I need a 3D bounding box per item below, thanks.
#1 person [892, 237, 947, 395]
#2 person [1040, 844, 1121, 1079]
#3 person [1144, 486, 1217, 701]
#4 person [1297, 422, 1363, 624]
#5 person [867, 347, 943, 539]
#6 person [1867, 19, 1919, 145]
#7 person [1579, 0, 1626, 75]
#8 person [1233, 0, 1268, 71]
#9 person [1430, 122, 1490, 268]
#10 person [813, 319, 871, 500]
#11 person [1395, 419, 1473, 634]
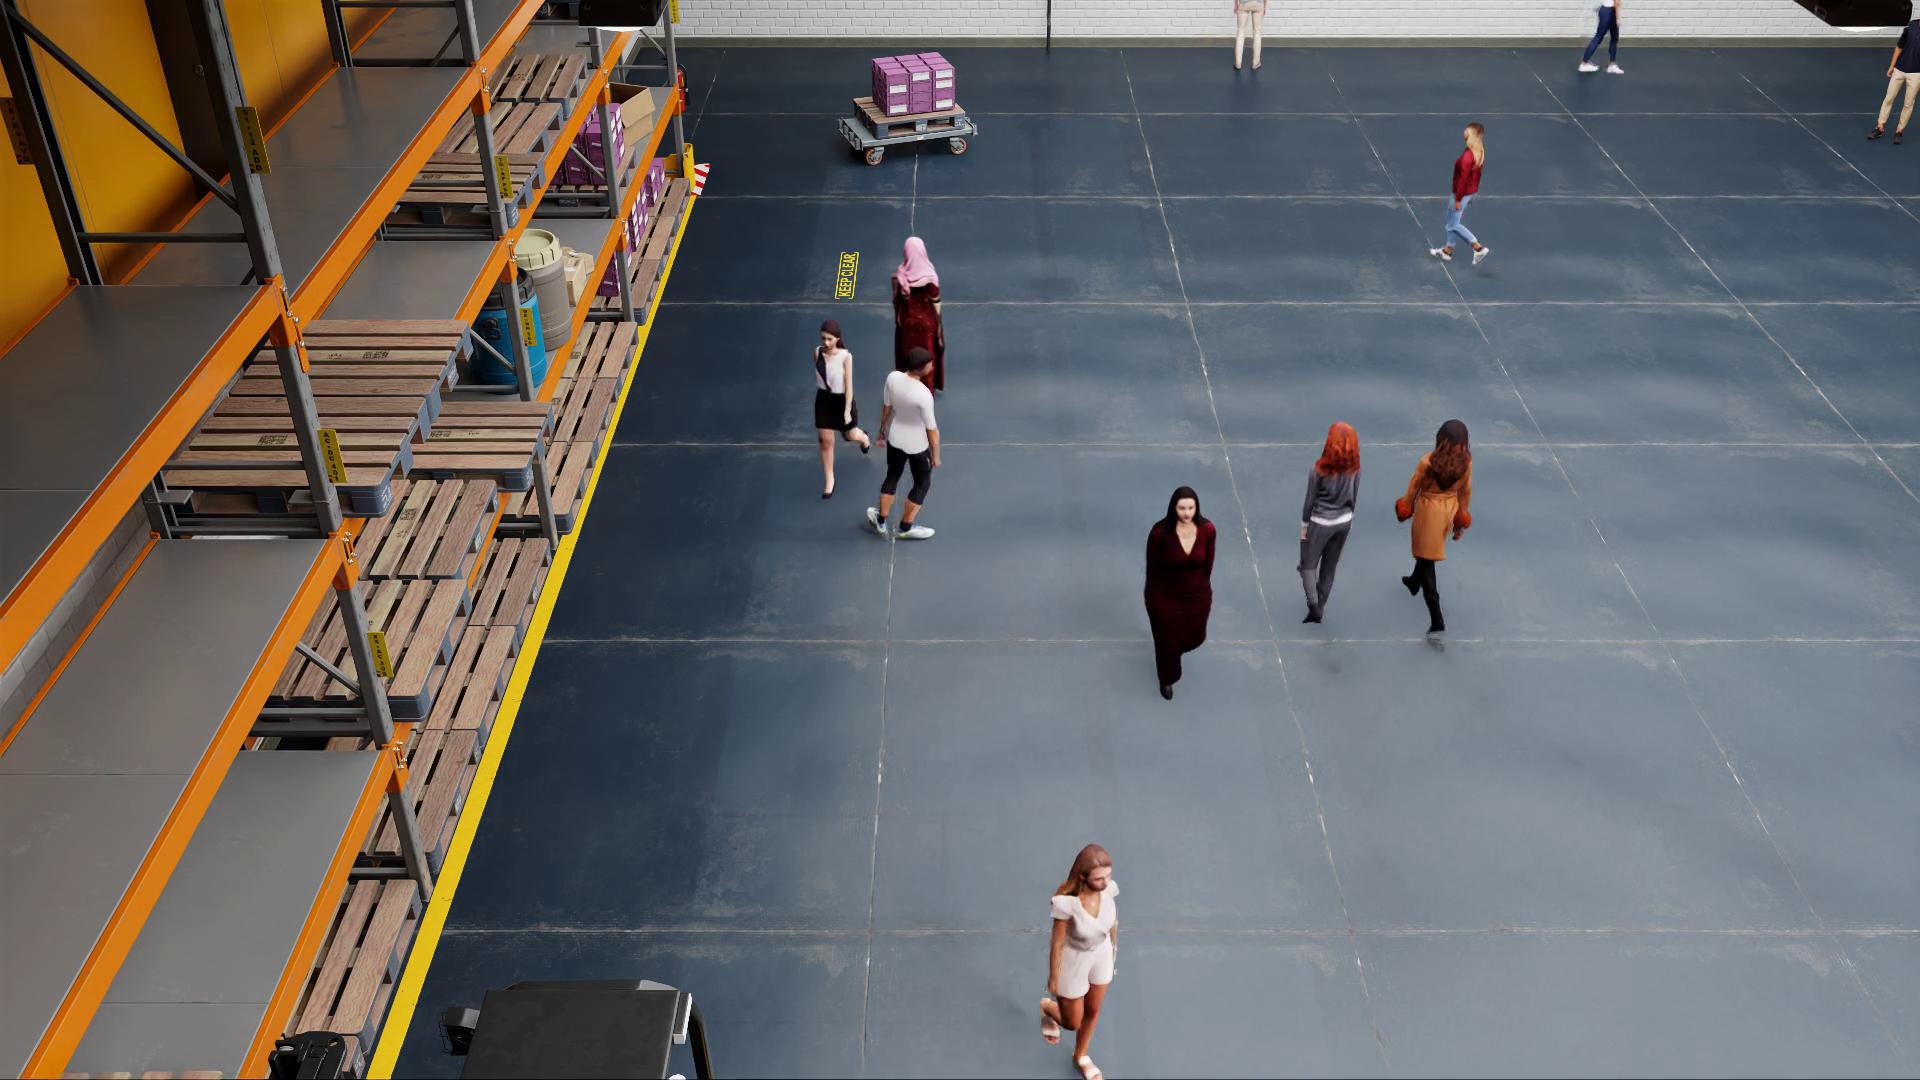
[{"bbox_3d":[-0.394,-2.090,15.710,0.716,1.635,0.672,7,34,10],"label":"person"},{"bbox_3d":[0.625,2.259,9.119,0.772,1.689,0.870,-17,37,-24],"label":"person"},{"bbox_3d":[1.540,0.337,11.958,0.701,1.747,0.796,-4,34,-5],"label":"person"},{"bbox_3d":[2.805,-0.056,12.530,0.640,1.769,0.734,-4,34,-7],"label":"person"},{"bbox_3d":[-0.464,-0.791,13.597,0.913,1.811,0.914,17,37,24],"label":"person"},{"bbox_3d":[12.292,-6.087,21.528,0.701,1.852,0.740,25,41,33],"label":"person"},{"bbox_3d":[9.225,-7.526,23.797,0.984,1.736,0.956,13,36,18],"label":"person"},{"bbox_3d":[4.201,-7.746,24.029,0.696,1.847,0.633,7,34,11],"label":"person"},{"bbox_3d":[5.590,-3.768,18.251,0.984,1.617,0.966,24,40,31],"label":"person"},{"bbox_3d":[-1.022,-1.181,14.352,0.762,1.625,1.061,12,35,17],"label":"person"},{"bbox_3d":[3.632,-0.079,12.639,0.823,1.687,1.199,-7,34,-10],"label":"person"}]
